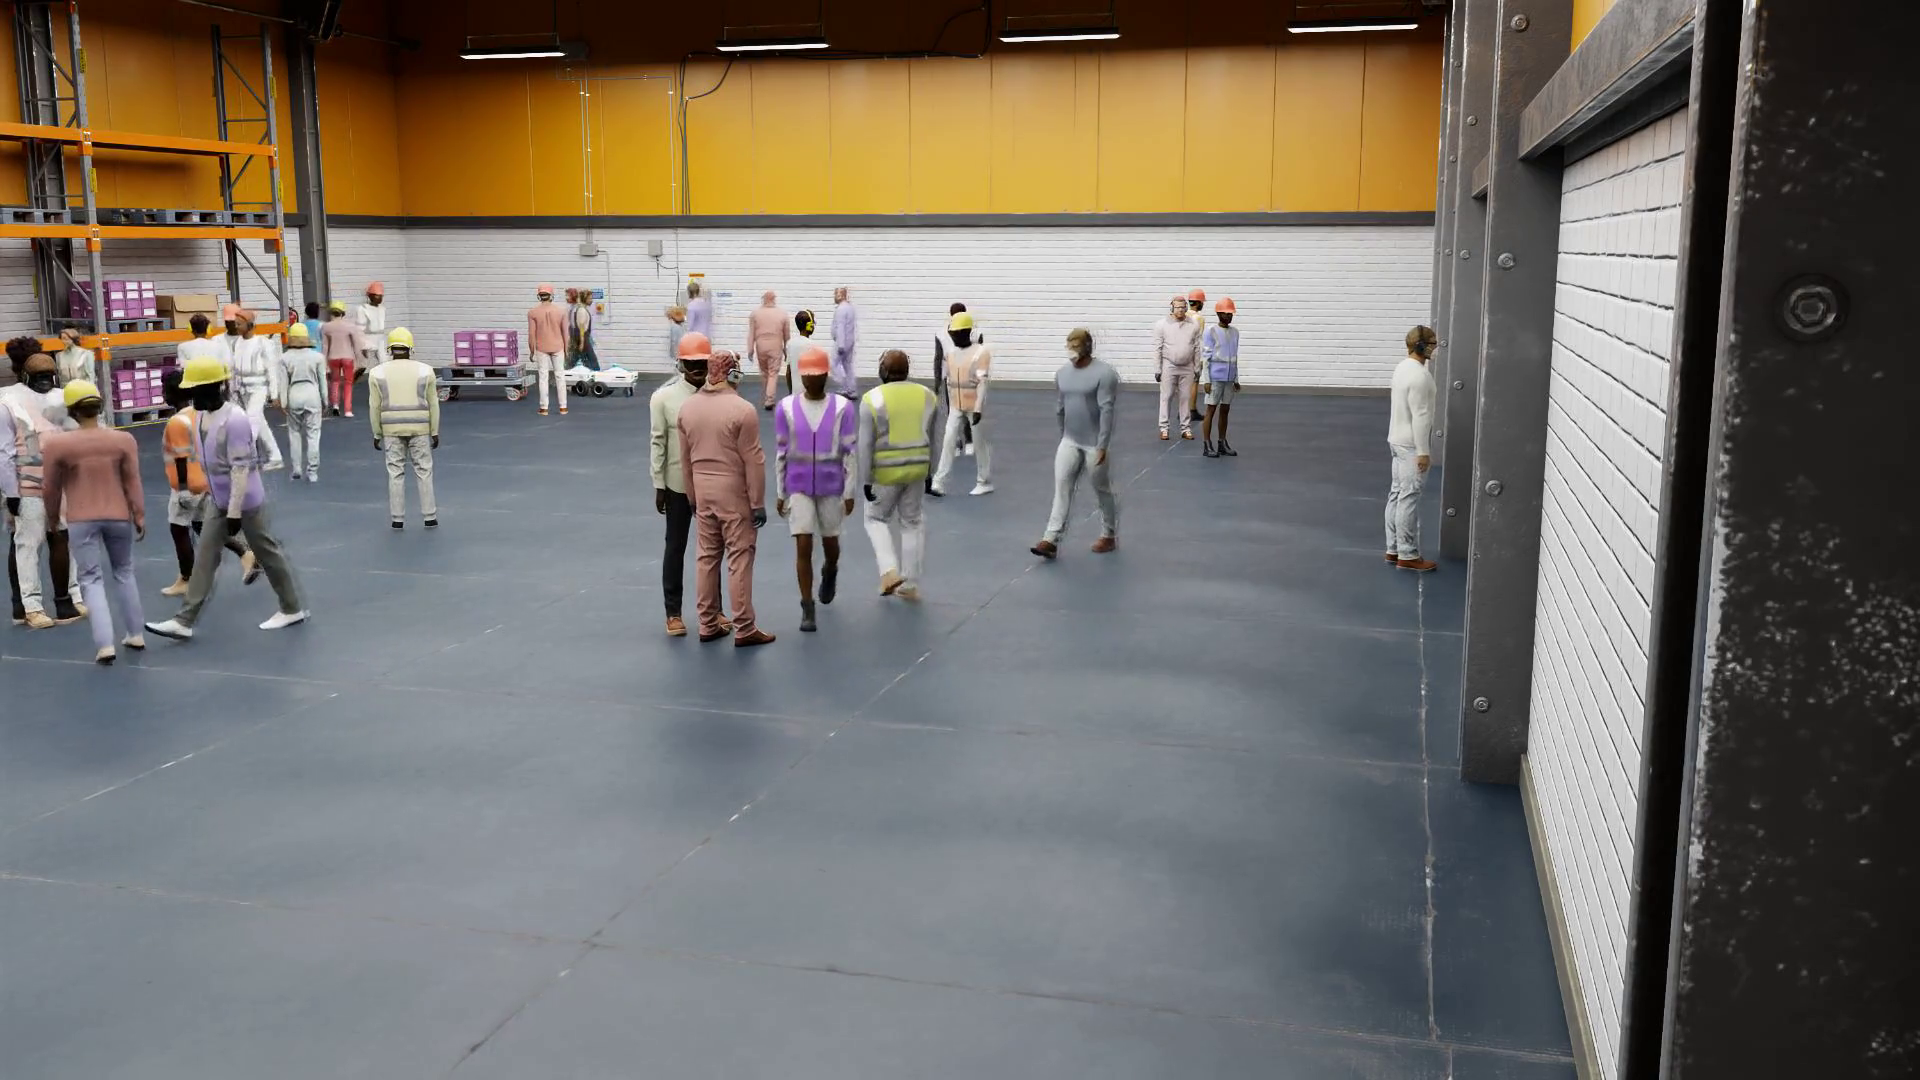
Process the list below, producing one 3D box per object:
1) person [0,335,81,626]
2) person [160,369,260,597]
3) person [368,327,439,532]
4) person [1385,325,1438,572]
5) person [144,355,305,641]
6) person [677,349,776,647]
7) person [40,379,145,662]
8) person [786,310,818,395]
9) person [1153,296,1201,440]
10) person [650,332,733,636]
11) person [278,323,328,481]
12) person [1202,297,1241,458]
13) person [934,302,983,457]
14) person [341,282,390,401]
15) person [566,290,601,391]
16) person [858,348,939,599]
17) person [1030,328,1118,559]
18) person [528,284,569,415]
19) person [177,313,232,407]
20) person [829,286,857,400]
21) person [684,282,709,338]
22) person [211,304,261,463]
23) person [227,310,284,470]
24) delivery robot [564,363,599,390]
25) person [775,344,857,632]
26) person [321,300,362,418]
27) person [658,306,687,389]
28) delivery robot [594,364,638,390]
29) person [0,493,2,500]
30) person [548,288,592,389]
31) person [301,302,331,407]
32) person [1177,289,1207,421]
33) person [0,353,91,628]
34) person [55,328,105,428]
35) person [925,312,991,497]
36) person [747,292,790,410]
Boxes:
[{"bbox_3d":[-6.213,-0.400,11.256,0.701,1.952,0.395,-2,10,-9],"label":"person"},{"bbox_3d":[-5.514,-0.409,12.107,0.661,1.675,0.531,0,10,-3],"label":"person"},{"bbox_3d":[-4.977,-0.989,14.933,0.591,1.834,0.404,-3,10,-16],"label":"person"},{"bbox_3d":[3.576,-0.726,13.152,0.374,1.941,0.627,0,10,0],"label":"person"},{"bbox_3d":[-4.779,-0.273,10.806,0.600,1.856,1.044,8,13,38],"label":"person"},{"bbox_3d":[-1.484,-0.267,10.656,0.640,1.904,0.409,6,12,32],"label":"person"},{"bbox_3d":[-5.322,-0.114,10.247,0.543,1.742,0.569,-8,13,-38],"label":"person"},{"bbox_3d":[-1.669,-1.564,18.095,0.510,1.871,0.329,9,13,40],"label":"person"},{"bbox_3d":[2.875,-2.265,21.984,0.644,1.903,0.401,-2,10,-11],"label":"person"},{"bbox_3d":[-1.739,-0.374,10.997,0.613,1.995,0.390,-5,11,-28],"label":"person"},{"bbox_3d":[-7.174,-1.510,18.212,0.486,1.726,0.593,-3,10,-17],"label":"person"},{"bbox_3d":[3.188,-1.972,20.203,0.543,1.939,0.362,-6,12,-32],"label":"person"},{"bbox_3d":[-0.011,-1.933,20.138,0.596,1.892,0.459,3,10,15],"label":"person"},{"bbox_3d":[-9.511,-3.132,26.698,1.026,2.002,0.628,7,12,34],"label":"person"},{"bbox_3d":[-6.622,-3.512,29.370,0.984,1.791,0.494,-5,11,-26],"label":"person"},{"bbox_3d":[-0.453,-0.463,11.998,0.632,1.830,0.438,-4,11,-24],"label":"person"},{"bbox_3d":[0.992,-0.786,13.641,0.649,1.887,1.013,8,13,38],"label":"person"},{"bbox_3d":[-6.247,-2.892,25.281,0.608,1.987,0.391,-4,11,-21],"label":"person"},{"bbox_3d":[-8.349,-1.600,18.419,0.527,1.826,0.973,-4,11,-24],"label":"person"},{"bbox_3d":[-1.976,-3.250,27.584,0.576,1.886,0.673,2,10,12],"label":"person"},{"bbox_3d":[-4.645,-3.530,29.065,0.481,1.922,0.654,2,10,14],"label":"person"},{"bbox_3d":[-8.377,-1.784,19.293,0.564,1.892,0.904,-2,10,-11],"label":"person"},{"bbox_3d":[-8.022,-1.660,18.753,0.586,1.838,0.890,5,11,27],"label":"person"},{"bbox_3d":[-6.516,-2.803,28.563,0.707,0.478,0.477,6,12,33],"label":"delivery robot"},{"bbox_3d":[-0.972,-0.376,11.273,0.547,1.917,0.727,-1,10,-4],"label":"person"},{"bbox_3d":[-9.245,-2.697,24.859,0.534,1.753,0.411,-1,10,-4],"label":"person"},{"bbox_3d":[-4.521,-2.892,26.320,0.544,1.611,0.526,1,10,4],"label":"person"},{"bbox_3d":[-5.843,-2.748,28.251,0.707,0.478,0.477,1,10,4],"label":"delivery robot"},{"bbox_3d":[-7.161,-0.426,11.882,0.618,1.800,0.462,2,10,9],"label":"person"},{"bbox_3d":[-6.914,-3.545,29.506,0.926,1.805,0.572,-6,12,-31],"label":"person"},{"bbox_3d":[-10.212,-2.925,26.304,0.545,1.684,0.547,3,11,18],"label":"person"},{"bbox_3d":[3.436,-2.715,24.439,0.383,1.932,0.540,-6,12,-29],"label":"person"},{"bbox_3d":[-6.167,-0.339,11.253,0.430,1.839,0.619,5,11,27],"label":"person"},{"bbox_3d":[-10.412,-1.696,19.632,0.528,1.590,0.878,1,10,6],"label":"person"},{"bbox_3d":[0.002,-1.353,16.865,0.591,1.886,0.945,7,12,36],"label":"person"},{"bbox_3d":[-2.998,-2.970,26.142,0.653,1.841,0.993,1,10,5],"label":"person"}]
